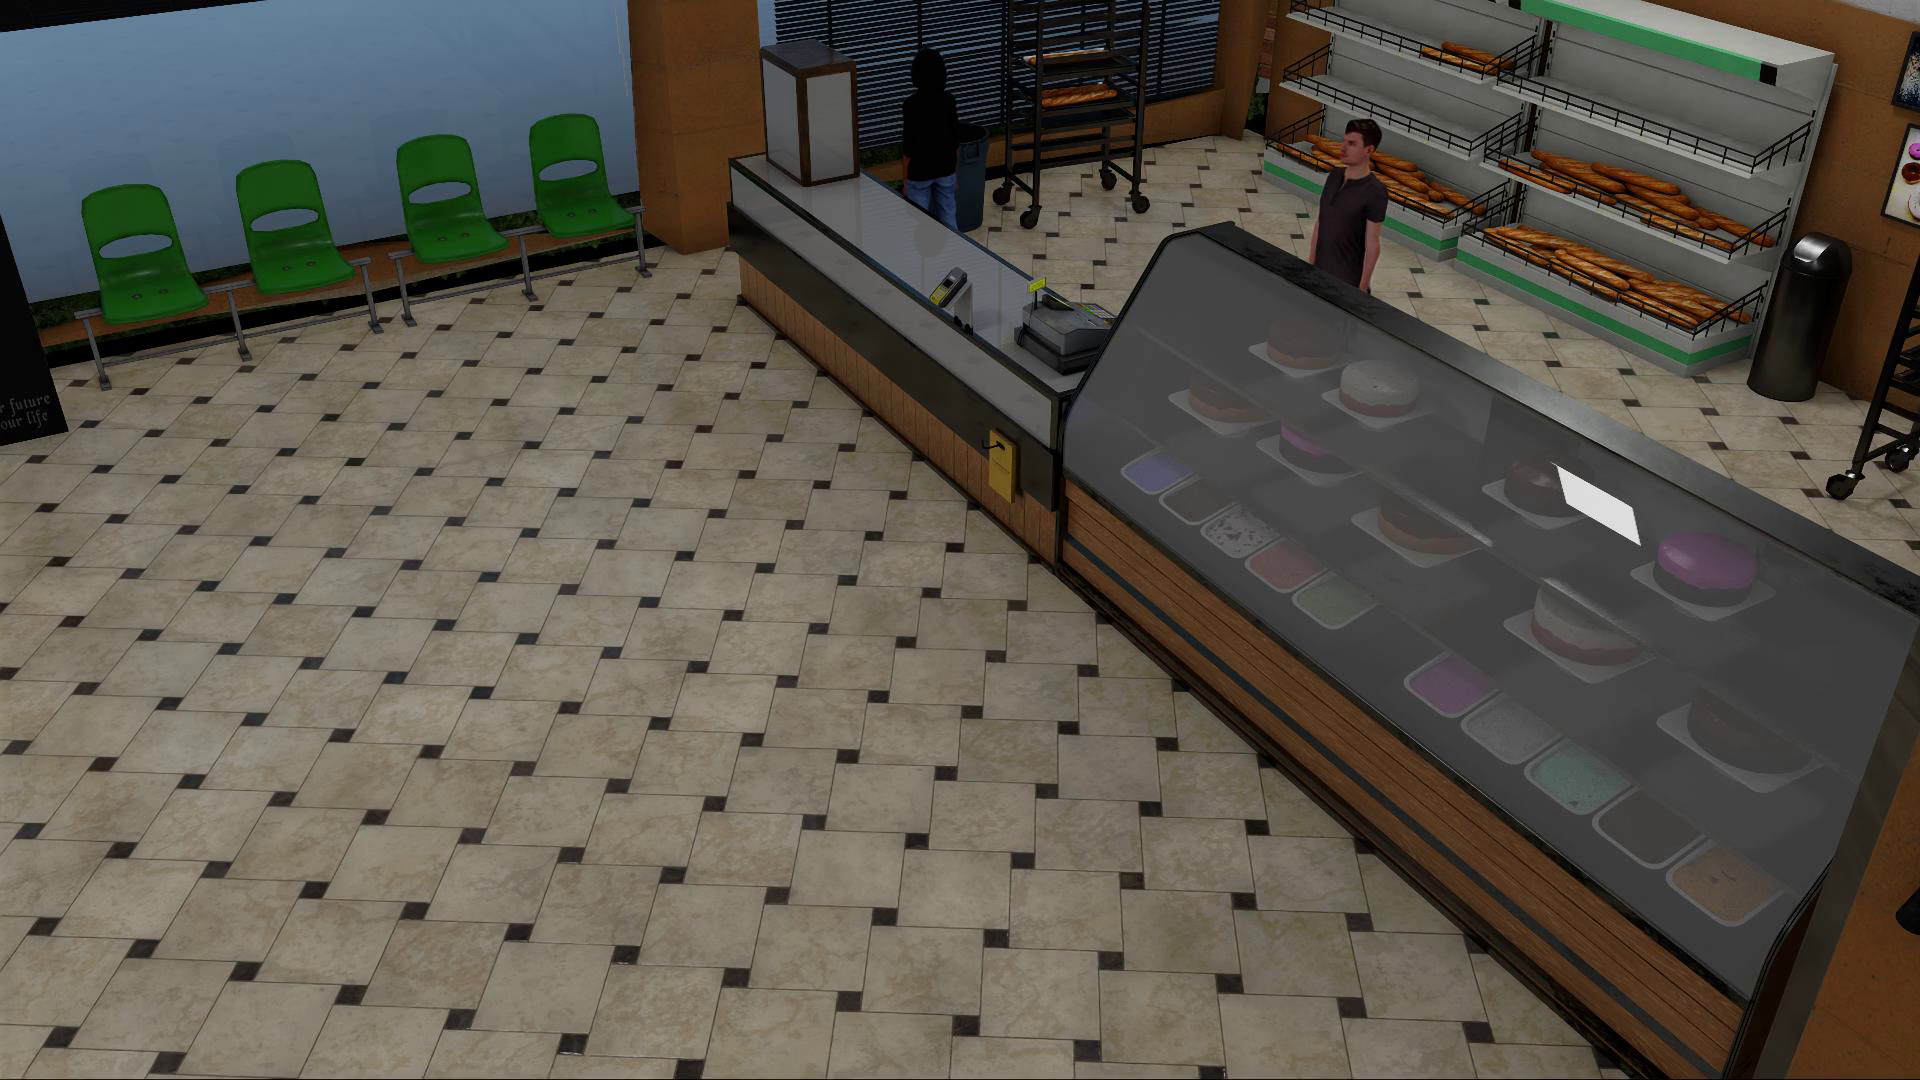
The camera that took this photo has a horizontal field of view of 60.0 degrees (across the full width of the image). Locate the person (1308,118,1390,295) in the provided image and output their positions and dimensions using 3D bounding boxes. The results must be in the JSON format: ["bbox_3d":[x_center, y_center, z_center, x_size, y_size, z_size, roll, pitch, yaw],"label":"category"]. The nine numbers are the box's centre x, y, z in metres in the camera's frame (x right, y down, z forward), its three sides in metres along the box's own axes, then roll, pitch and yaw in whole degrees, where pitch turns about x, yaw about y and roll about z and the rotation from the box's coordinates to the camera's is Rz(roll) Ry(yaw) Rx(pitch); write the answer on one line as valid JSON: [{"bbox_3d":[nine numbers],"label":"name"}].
[{"bbox_3d":[2.144,-1.458,9.334,0.522,1.854,0.630,-17,36,-25],"label":"person"}]

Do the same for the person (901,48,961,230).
[{"bbox_3d":[-0.194,-2.394,10.982,0.531,1.701,0.670,-10,33,-16],"label":"person"}]
